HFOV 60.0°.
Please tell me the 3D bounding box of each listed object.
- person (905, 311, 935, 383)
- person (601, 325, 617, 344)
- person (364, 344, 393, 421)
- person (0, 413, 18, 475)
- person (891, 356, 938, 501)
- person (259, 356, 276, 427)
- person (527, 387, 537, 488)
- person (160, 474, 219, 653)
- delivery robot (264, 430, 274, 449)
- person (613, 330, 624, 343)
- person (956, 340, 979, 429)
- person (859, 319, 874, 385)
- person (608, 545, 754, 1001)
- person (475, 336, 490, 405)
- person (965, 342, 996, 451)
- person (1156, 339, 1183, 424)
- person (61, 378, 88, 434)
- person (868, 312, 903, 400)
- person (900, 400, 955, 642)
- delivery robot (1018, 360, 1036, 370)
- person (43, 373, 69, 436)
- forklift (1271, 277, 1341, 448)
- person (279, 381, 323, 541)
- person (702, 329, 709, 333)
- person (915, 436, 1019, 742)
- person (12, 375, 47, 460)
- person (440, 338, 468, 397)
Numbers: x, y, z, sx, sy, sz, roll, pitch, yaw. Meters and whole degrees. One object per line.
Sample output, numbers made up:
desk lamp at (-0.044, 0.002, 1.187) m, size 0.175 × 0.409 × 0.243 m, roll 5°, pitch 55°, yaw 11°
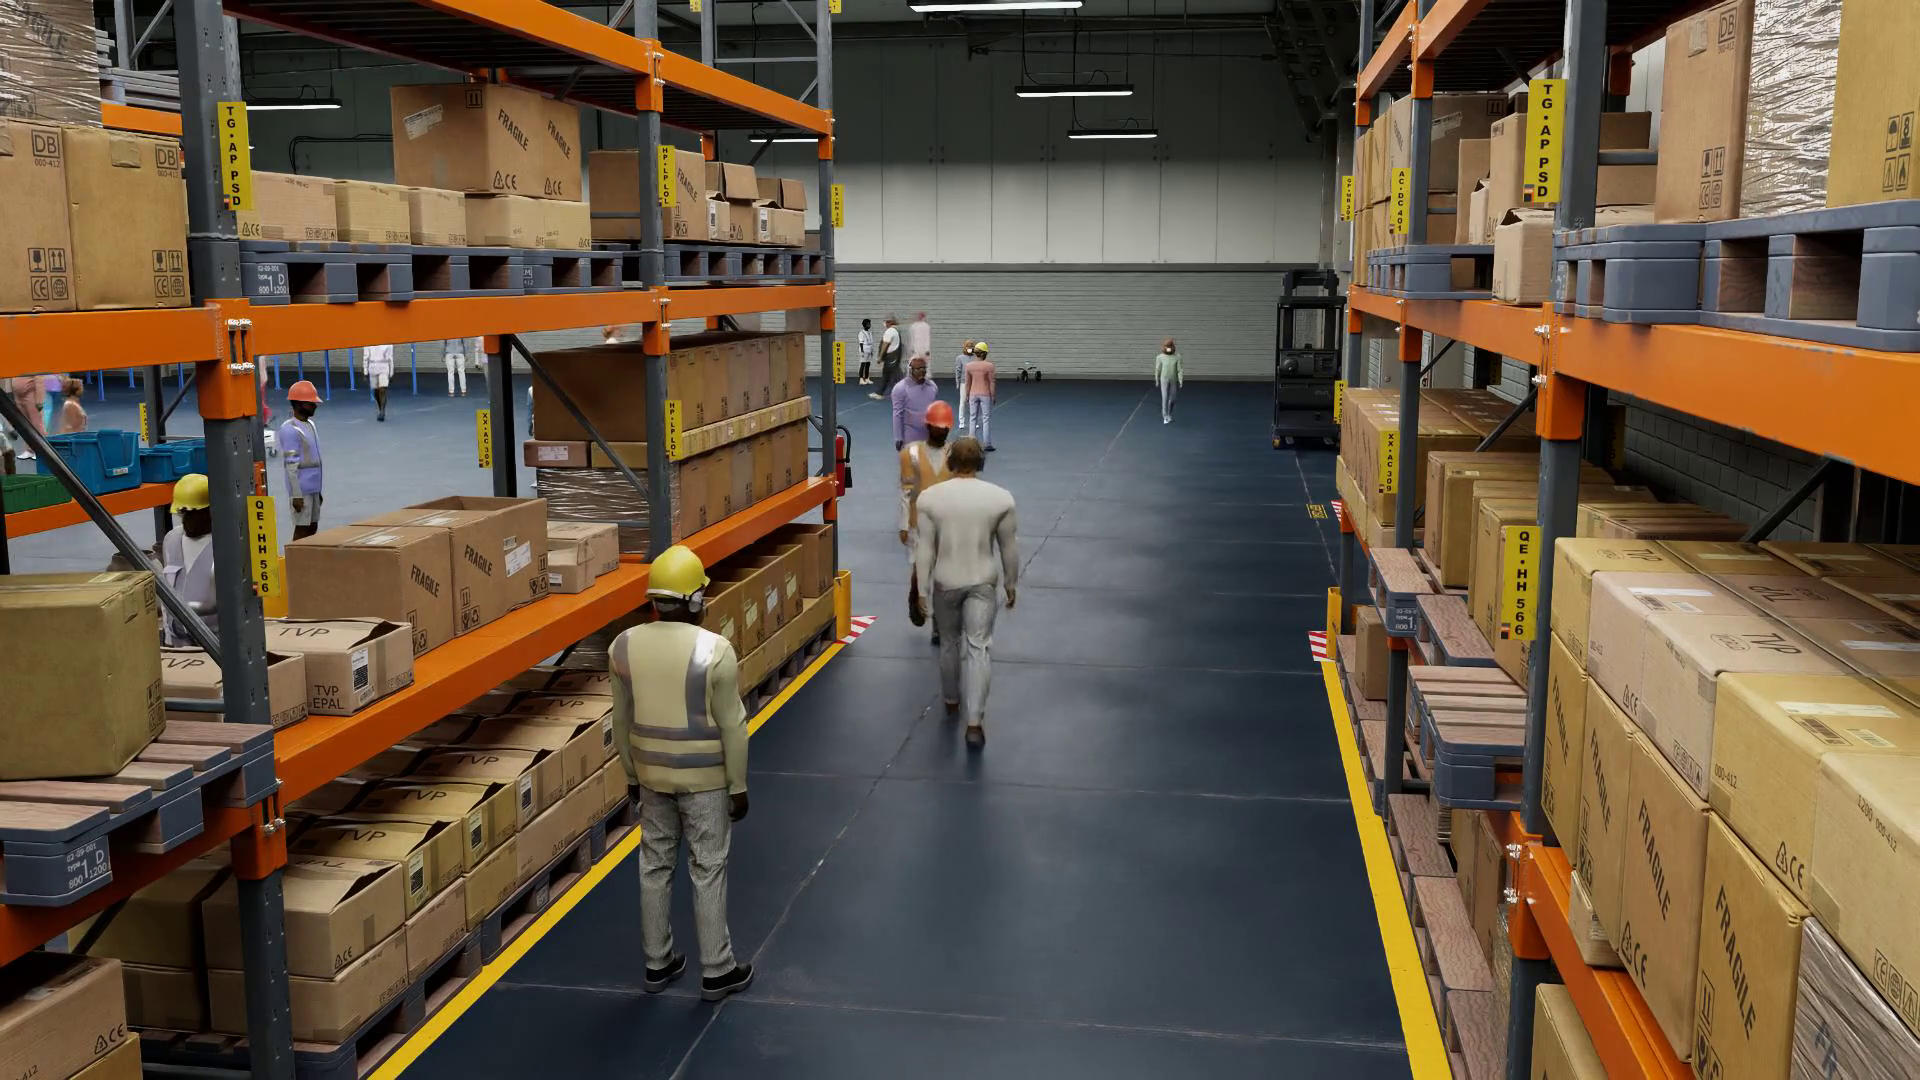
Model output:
person at (-1.028, -4.952, 42.871) m, size 0.651 × 1.881 × 0.857 m, roll 8°, pitch 12°, yaw 41°
person at (-6.988, -3.442, 33.606) m, size 0.749 × 1.863 × 0.577 m, roll -4°, pitch 10°, yaw -22°
person at (-11.408, -3.324, 32.707) m, size 0.547 × 1.916 × 0.840 m, roll -1°, pitch 9°, yaw -4°
person at (-12.111, -1.410, 20.726) m, size 0.983 × 1.971 × 0.596 m, roll -8°, pitch 12°, yaw -41°
person at (-0.501, -1.248, 19.926) m, size 0.651 × 1.907 × 0.409 m, roll -7°, pitch 11°, yaw -36°
person at (-13.095, -2.975, 31.045) m, size 0.387 × 1.750 × 0.540 m, roll -3°, pitch 10°, yaw -20°
person at (-5.575, -1.521, 22.427) m, size 0.517 × 1.639 × 0.314 m, roll 1°, pitch 9°, yaw 9°
person at (-4.158, 0.534, 9.197) m, size 0.588 × 1.823 × 0.403 m, roll 2°, pitch 9°, yaw 12°
delivery robot at (-11.032, -1.574, 25.936) m, size 0.477 × 0.478 × 0.707 m, roll 2°, pitch 9°, yaw 11°
person at (-7.406, -3.726, 36.069) m, size 0.497 × 1.629 × 0.275 m, roll 0°, pitch 9°, yaw 3°
person at (0.173, -2.893, 30.911) m, size 0.509 × 1.632 × 0.268 m, roll -2°, pitch 9°, yaw -12°
person at (-2.415, -4.837, 42.735) m, size 0.321 × 1.689 × 0.531 m, roll 5°, pitch 10°, yaw 27°
person at (-1.105, 0.930, 6.707) m, size 0.590 × 1.837 × 0.404 m, roll 4°, pitch 10°, yaw 21°
person at (-10.282, -3.900, 36.257) m, size 0.623 × 1.905 × 0.609 m, roll 1°, pitch 9°, yaw 4°
person at (0.340, -2.326, 27.038) m, size 0.524 × 1.760 × 0.328 m, roll 4°, pitch 10°, yaw 21°
person at (4.010, -3.053, 31.964) m, size 0.512 × 1.612 × 0.635 m, roll -1°, pitch 9°, yaw -3°
person at (-10.639, -1.155, 20.236) m, size 0.776 × 1.605 × 0.548 m, roll -4°, pitch 10°, yaw -24°
person at (-1.577, -4.151, 37.547) m, size 1.006 × 2.000 × 0.686 m, roll 1°, pitch 9°, yaw 9°
person at (-0.212, -0.156, 13.154) m, size 0.560 × 1.916 × 0.588 m, roll -2°, pitch 9°, yaw -11°
delivery robot at (1.783, -4.652, 44.120) m, size 0.335 × 0.223 × 0.698 m, roll 6°, pitch 11°, yaw 31°
person at (-15.307, -2.520, 28.104) m, size 0.586 × 1.806 × 0.947 m, roll 0°, pitch 9°, yaw 1°
forklift at (5.847, -3.016, 27.970) m, size 1.129 × 2.768 × 1.873 m, roll 1°, pitch 9°, yaw 9°
person at (-5.891, -0.468, 15.022) m, size 0.358 × 1.934 × 0.551 m, roll 0°, pitch 9°, yaw -2°
person at (-5.372, -3.682, 35.649) m, size 0.540 × 1.683 × 0.492 m, roll 1°, pitch 9°, yaw 7°
person at (0.046, 0.284, 10.569) m, size 0.656 × 1.883 × 1.038 m, roll 0°, pitch 9°, yaw -1°
person at (-14.457, -2.191, 25.787) m, size 0.636 × 1.899 × 0.402 m, roll 5°, pitch 10°, yaw 28°
person at (-11.767, -4.309, 38.707) m, size 0.627 × 1.940 × 0.377 m, roll -3°, pitch 10°, yaw -18°
